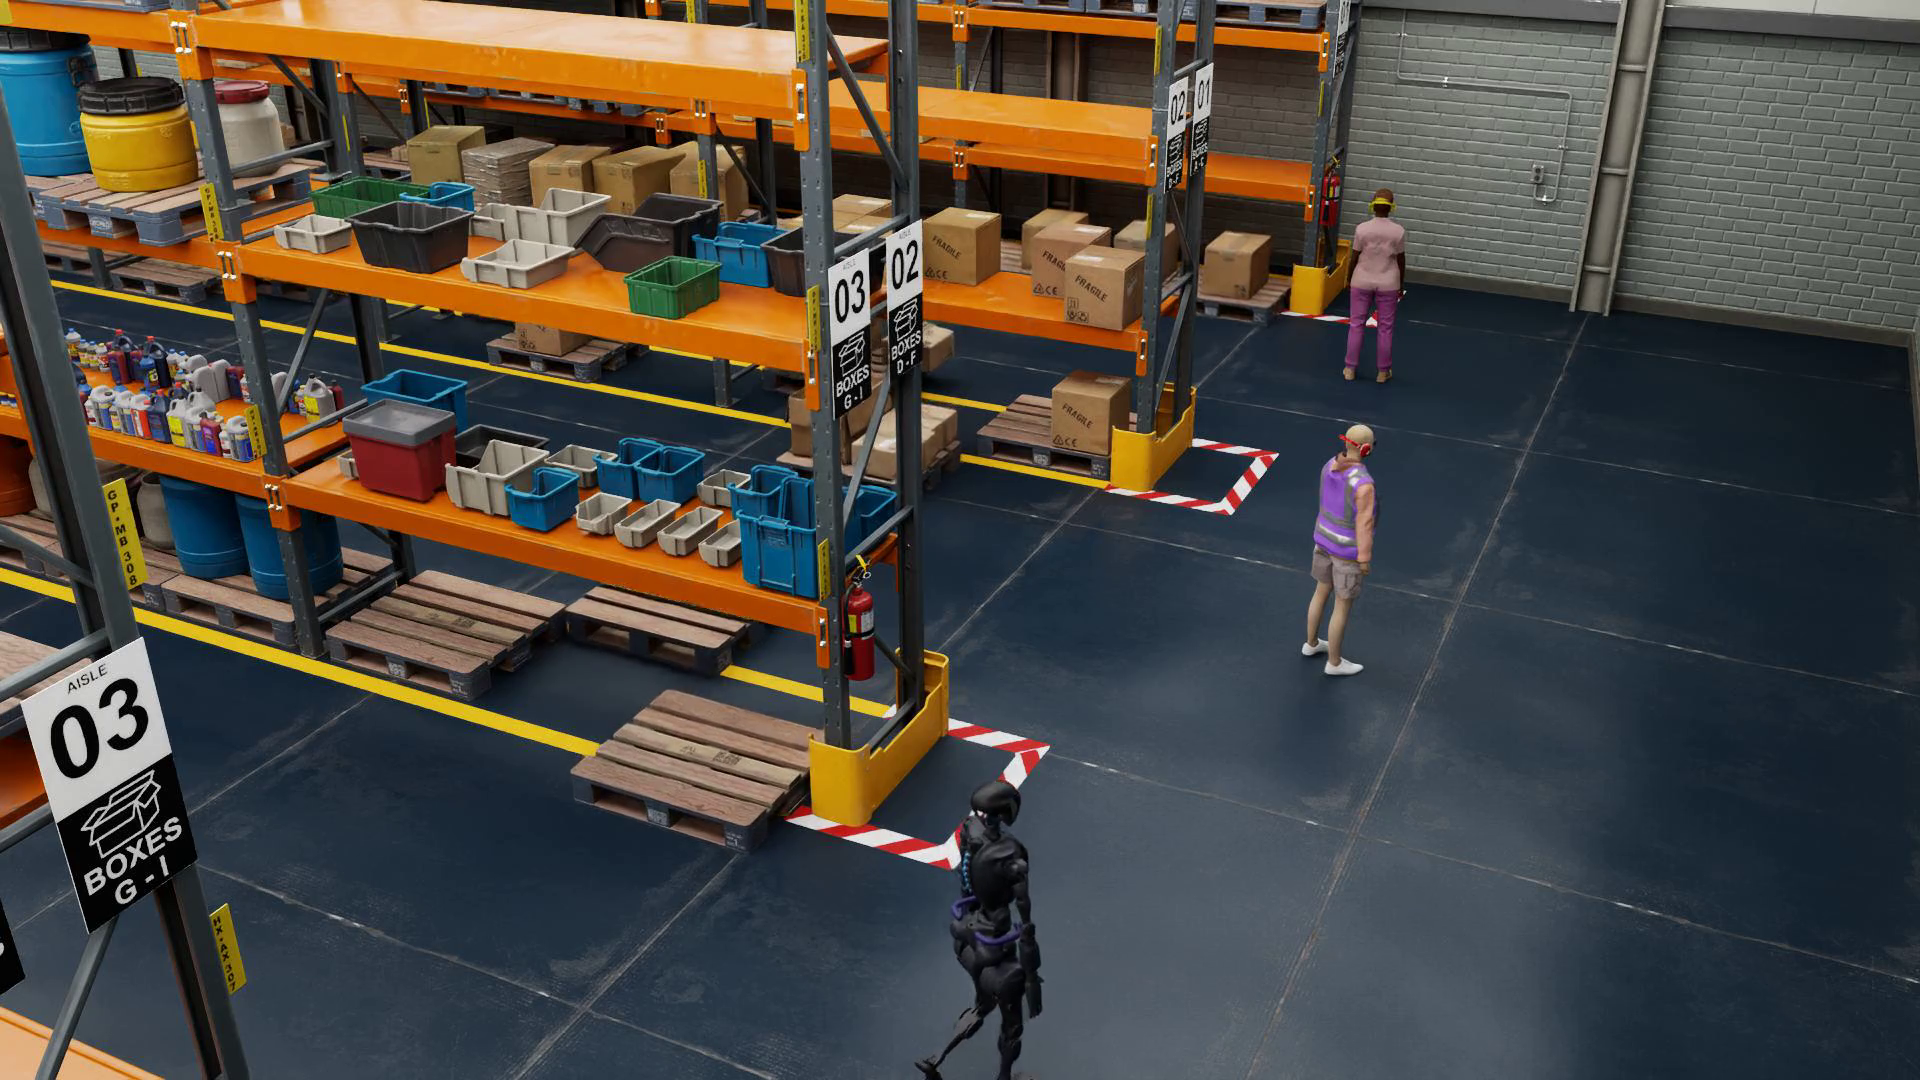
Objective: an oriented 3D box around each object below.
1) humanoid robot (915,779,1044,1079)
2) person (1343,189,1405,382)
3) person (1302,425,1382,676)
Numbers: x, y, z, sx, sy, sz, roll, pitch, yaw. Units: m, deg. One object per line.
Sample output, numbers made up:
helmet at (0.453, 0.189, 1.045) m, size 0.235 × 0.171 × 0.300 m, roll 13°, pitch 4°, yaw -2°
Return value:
humanoid robot at (0.089, 1.766, 7.144) m, size 0.528 × 1.638 × 0.586 m, roll -15°, pitch 30°, yaw -28°
person at (3.818, -2.336, 15.308) m, size 0.527 × 1.802 × 0.333 m, roll 8°, pitch 27°, yaw 15°
person at (2.432, 0.060, 10.585) m, size 0.347 × 1.688 × 0.491 m, roll -11°, pitch 28°, yaw -21°
